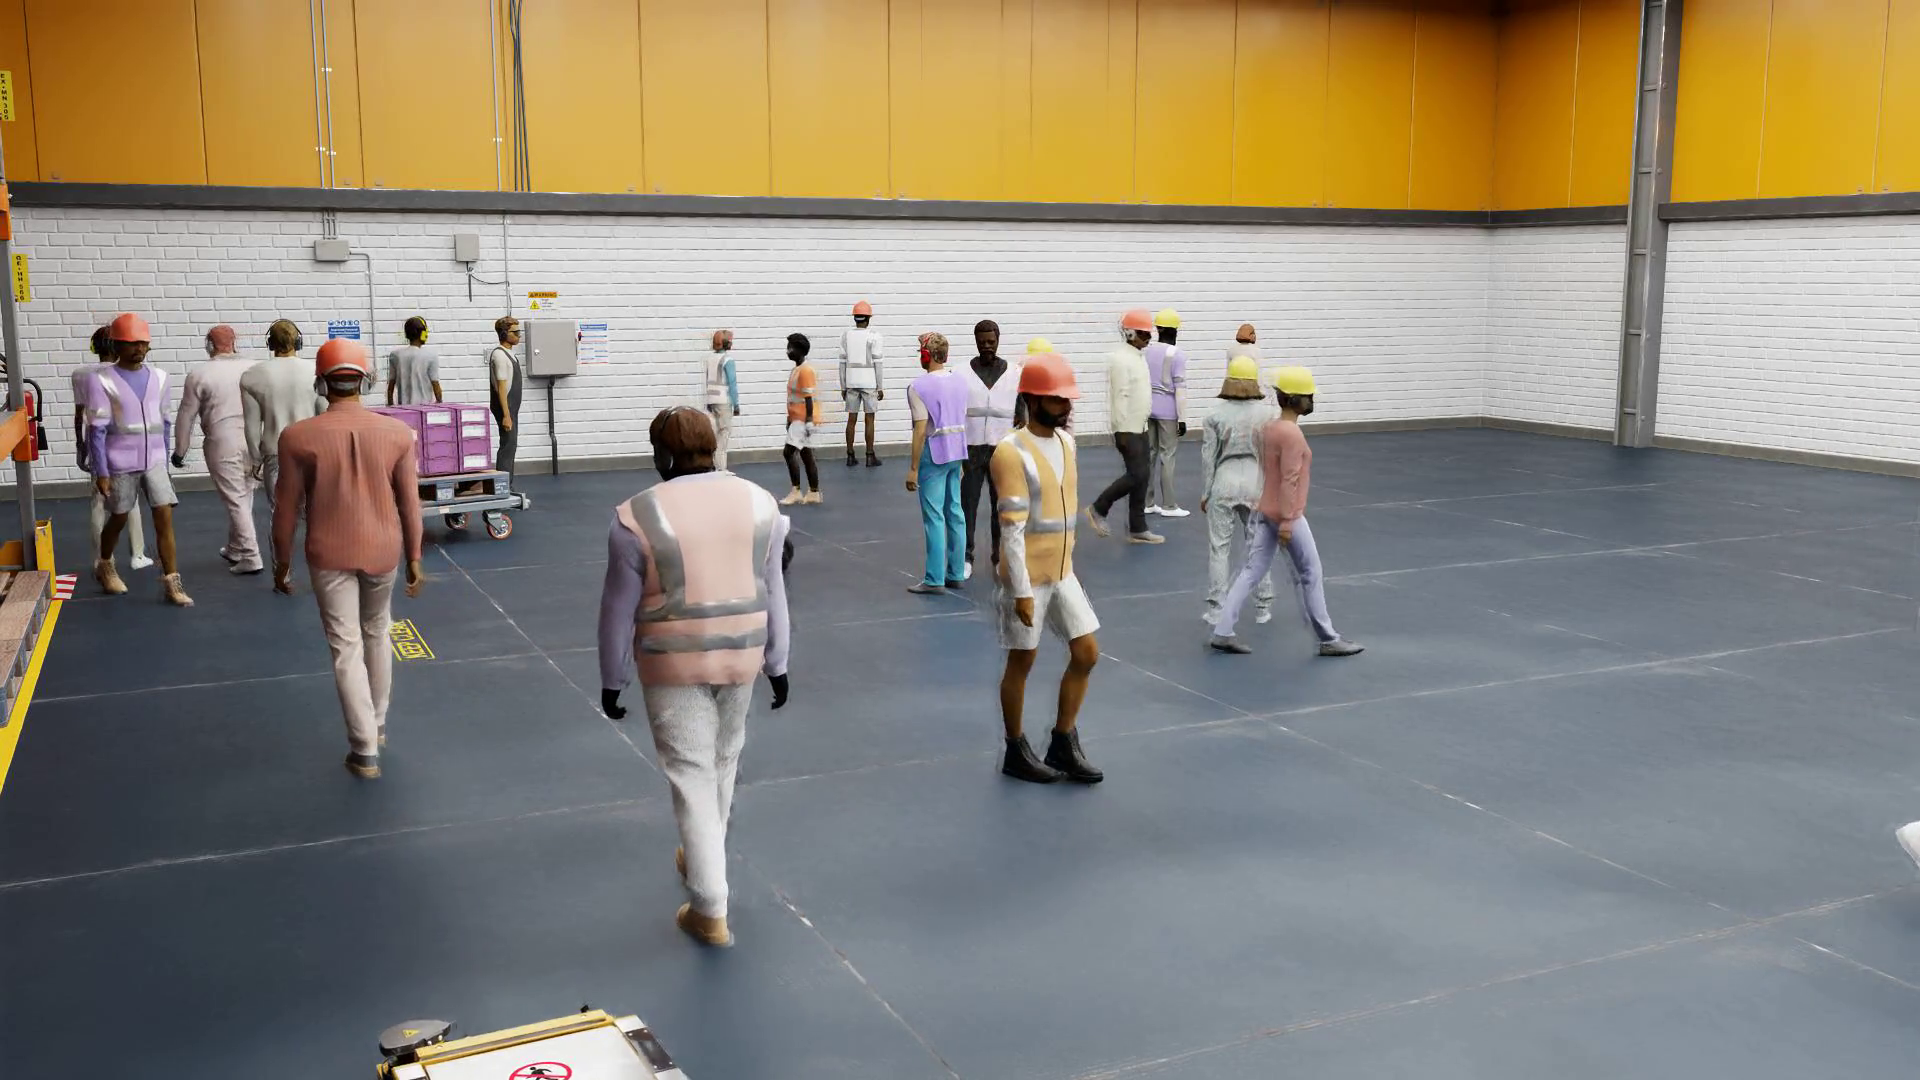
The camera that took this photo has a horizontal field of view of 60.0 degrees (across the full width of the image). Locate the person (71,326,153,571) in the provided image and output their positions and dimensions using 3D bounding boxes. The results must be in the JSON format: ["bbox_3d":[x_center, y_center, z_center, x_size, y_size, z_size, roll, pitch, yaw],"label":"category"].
[{"bbox_3d":[-6.468,-0.695,12.685,0.514,1.860,0.364,-2,9,-15],"label":"person"}]

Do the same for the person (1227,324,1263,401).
[{"bbox_3d":[3.516,-1.857,20.588,0.499,1.629,0.266,8,12,41],"label":"person"}]

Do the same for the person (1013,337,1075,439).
[{"bbox_3d":[0.624,-0.682,12.868,0.532,1.767,0.323,4,10,24],"label":"person"}]

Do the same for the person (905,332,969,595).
[{"bbox_3d":[-0.148,-0.531,11.677,0.395,1.847,0.564,8,12,39],"label":"person"}]

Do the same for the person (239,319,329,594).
[{"bbox_3d":[-4.694,-0.582,11.709,0.632,1.940,0.372,-2,9,-14],"label":"person"}]

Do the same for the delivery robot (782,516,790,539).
[{"bbox_3d":[-1.642,-0.061,12.470,0.707,0.478,0.477,0,9,-1],"label":"delivery robot"}]

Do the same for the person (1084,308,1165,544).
[{"bbox_3d":[1.381,-0.933,13.785,0.553,1.974,0.672,4,10,25],"label":"person"}]

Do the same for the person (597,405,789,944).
[{"bbox_3d":[-0.974,0.436,5.819,0.640,1.805,0.859,-6,11,-34],"label":"person"}]

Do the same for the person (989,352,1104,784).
[{"bbox_3d":[0.404,0.151,7.232,0.640,1.913,0.559,8,12,41],"label":"person"}]

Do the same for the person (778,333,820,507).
[{"bbox_3d":[-1.600,-1.148,16.018,0.572,1.675,0.547,-2,9,-14],"label":"person"}]

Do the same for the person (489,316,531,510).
[{"bbox_3d":[-4.308,-1.208,15.885,0.330,1.844,0.519,-1,9,-8],"label":"person"}]

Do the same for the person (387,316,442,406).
[{"bbox_3d":[-5.115,-1.168,15.649,0.505,1.848,0.407,3,10,16],"label":"person"}]

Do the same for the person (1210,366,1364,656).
[{"bbox_3d":[1.904,-0.159,9.760,0.902,1.718,0.538,-1,9,-5],"label":"person"}]

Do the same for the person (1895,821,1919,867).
[{"bbox_3d":[3.692,0.402,5.855,0.436,1.858,0.552,4,10,26],"label":"person"}]

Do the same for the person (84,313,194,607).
[{"bbox_3d":[-5.692,-0.557,11.412,1.047,2.007,0.620,7,11,37],"label":"person"}]

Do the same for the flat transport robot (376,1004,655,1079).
[{"bbox_3d":[-0.960,1.484,4.046,0.652,0.197,1.431,-5,10,-28],"label":"flat transport robot"}]

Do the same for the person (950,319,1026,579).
[{"bbox_3d":[0.195,-0.670,12.323,0.597,1.916,0.372,-1,9,-6],"label":"person"}]

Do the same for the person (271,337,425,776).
[{"bbox_3d":[-2.853,0.058,7.676,0.617,1.963,0.871,-7,12,-37],"label":"person"}]

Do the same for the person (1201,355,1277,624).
[{"bbox_3d":[1.792,-0.321,10.708,0.491,1.742,0.314,0,9,3],"label":"person"}]

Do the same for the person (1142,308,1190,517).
[{"bbox_3d":[1.883,-1.176,15.429,0.384,1.928,0.589,-7,12,-38],"label":"person"}]

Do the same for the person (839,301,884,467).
[{"bbox_3d":[-1.136,-1.814,19.394,0.546,1.929,0.388,4,10,21],"label":"person"}]

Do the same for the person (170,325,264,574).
[{"bbox_3d":[-5.545,-0.684,12.581,0.825,1.867,0.671,7,12,38],"label":"person"}]

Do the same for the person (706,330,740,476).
[{"bbox_3d":[-2.613,-1.508,18.402,0.375,1.625,0.546,-7,11,-37],"label":"person"}]
